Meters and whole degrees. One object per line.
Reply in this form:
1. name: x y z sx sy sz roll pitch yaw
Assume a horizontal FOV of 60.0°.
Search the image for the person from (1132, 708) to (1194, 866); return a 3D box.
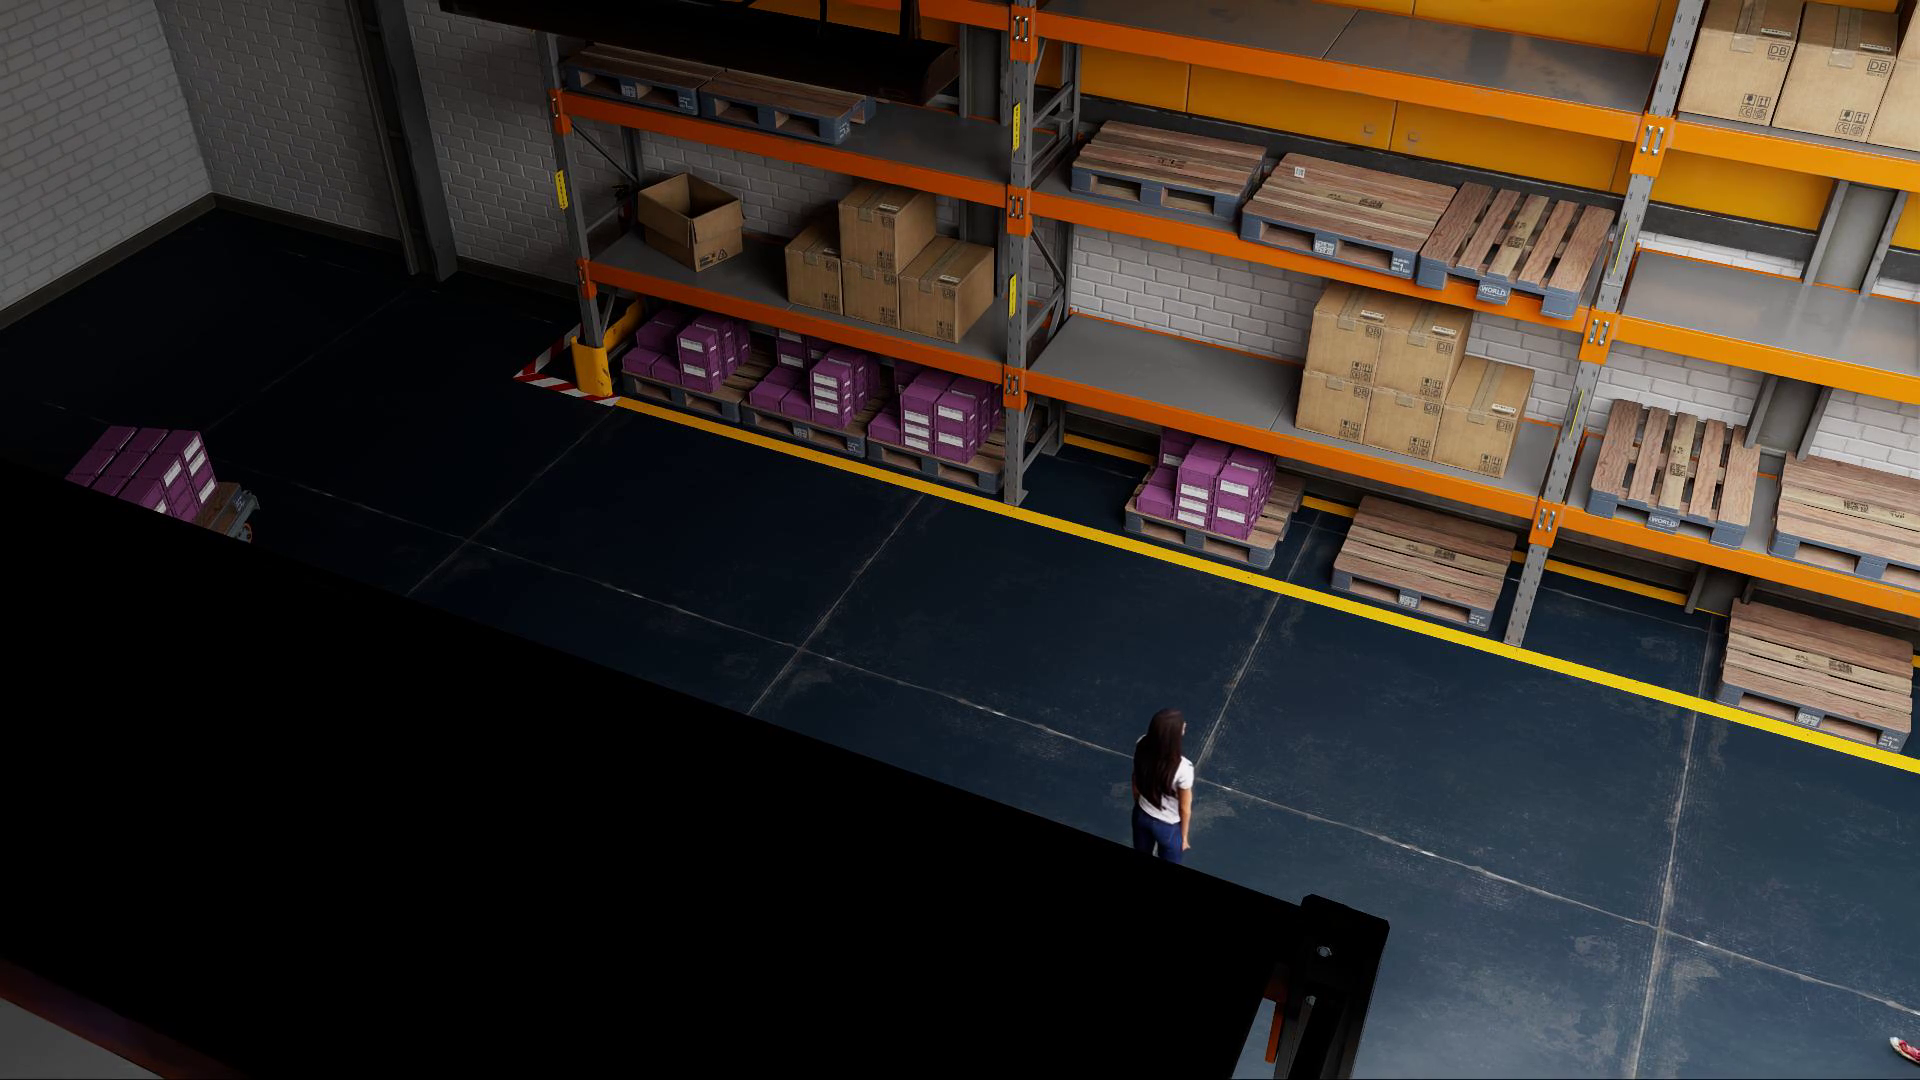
1. person: 1.147 1.649 9.638 0.722 1.774 0.595 -28 46 -31
